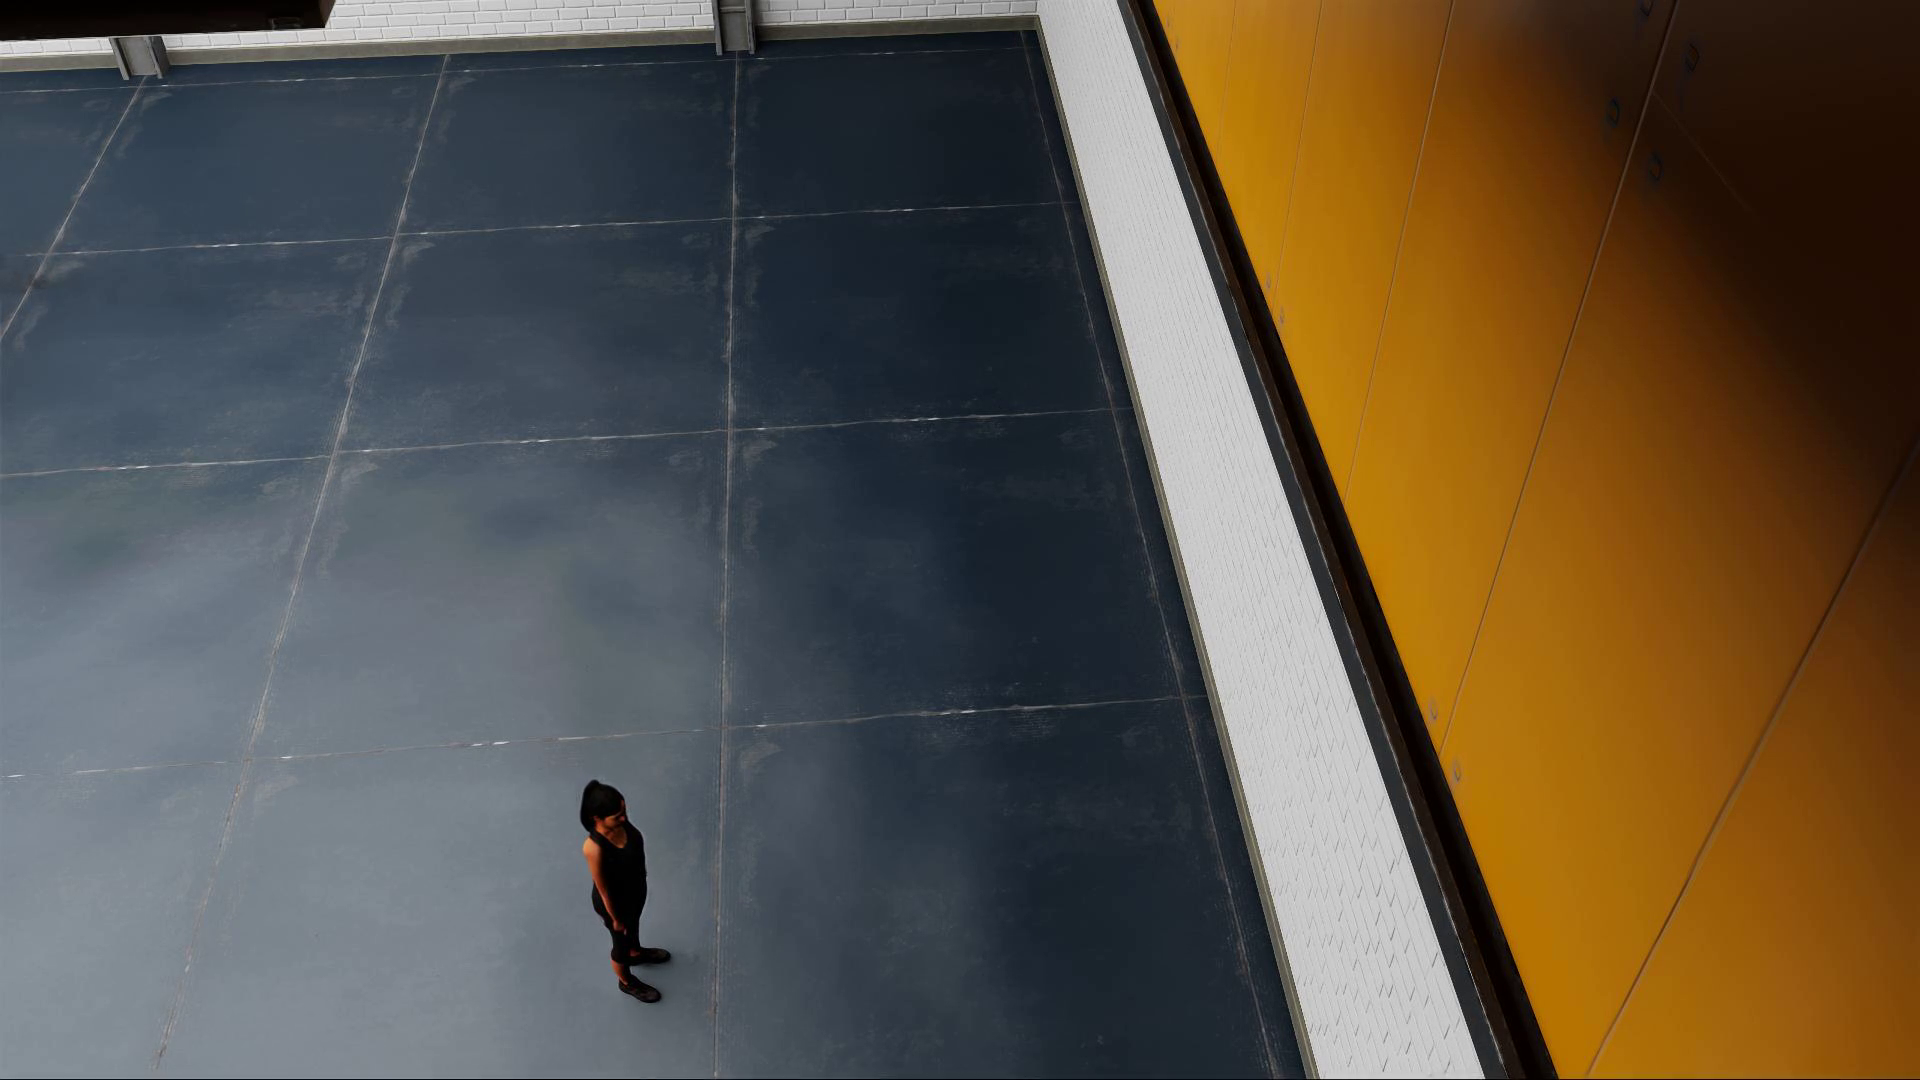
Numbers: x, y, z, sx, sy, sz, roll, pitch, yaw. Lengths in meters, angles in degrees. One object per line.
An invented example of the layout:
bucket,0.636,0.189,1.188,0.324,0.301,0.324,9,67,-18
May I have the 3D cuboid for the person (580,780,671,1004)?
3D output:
person,-1.810,1.846,8.833,0.566,1.674,0.617,4,44,4
